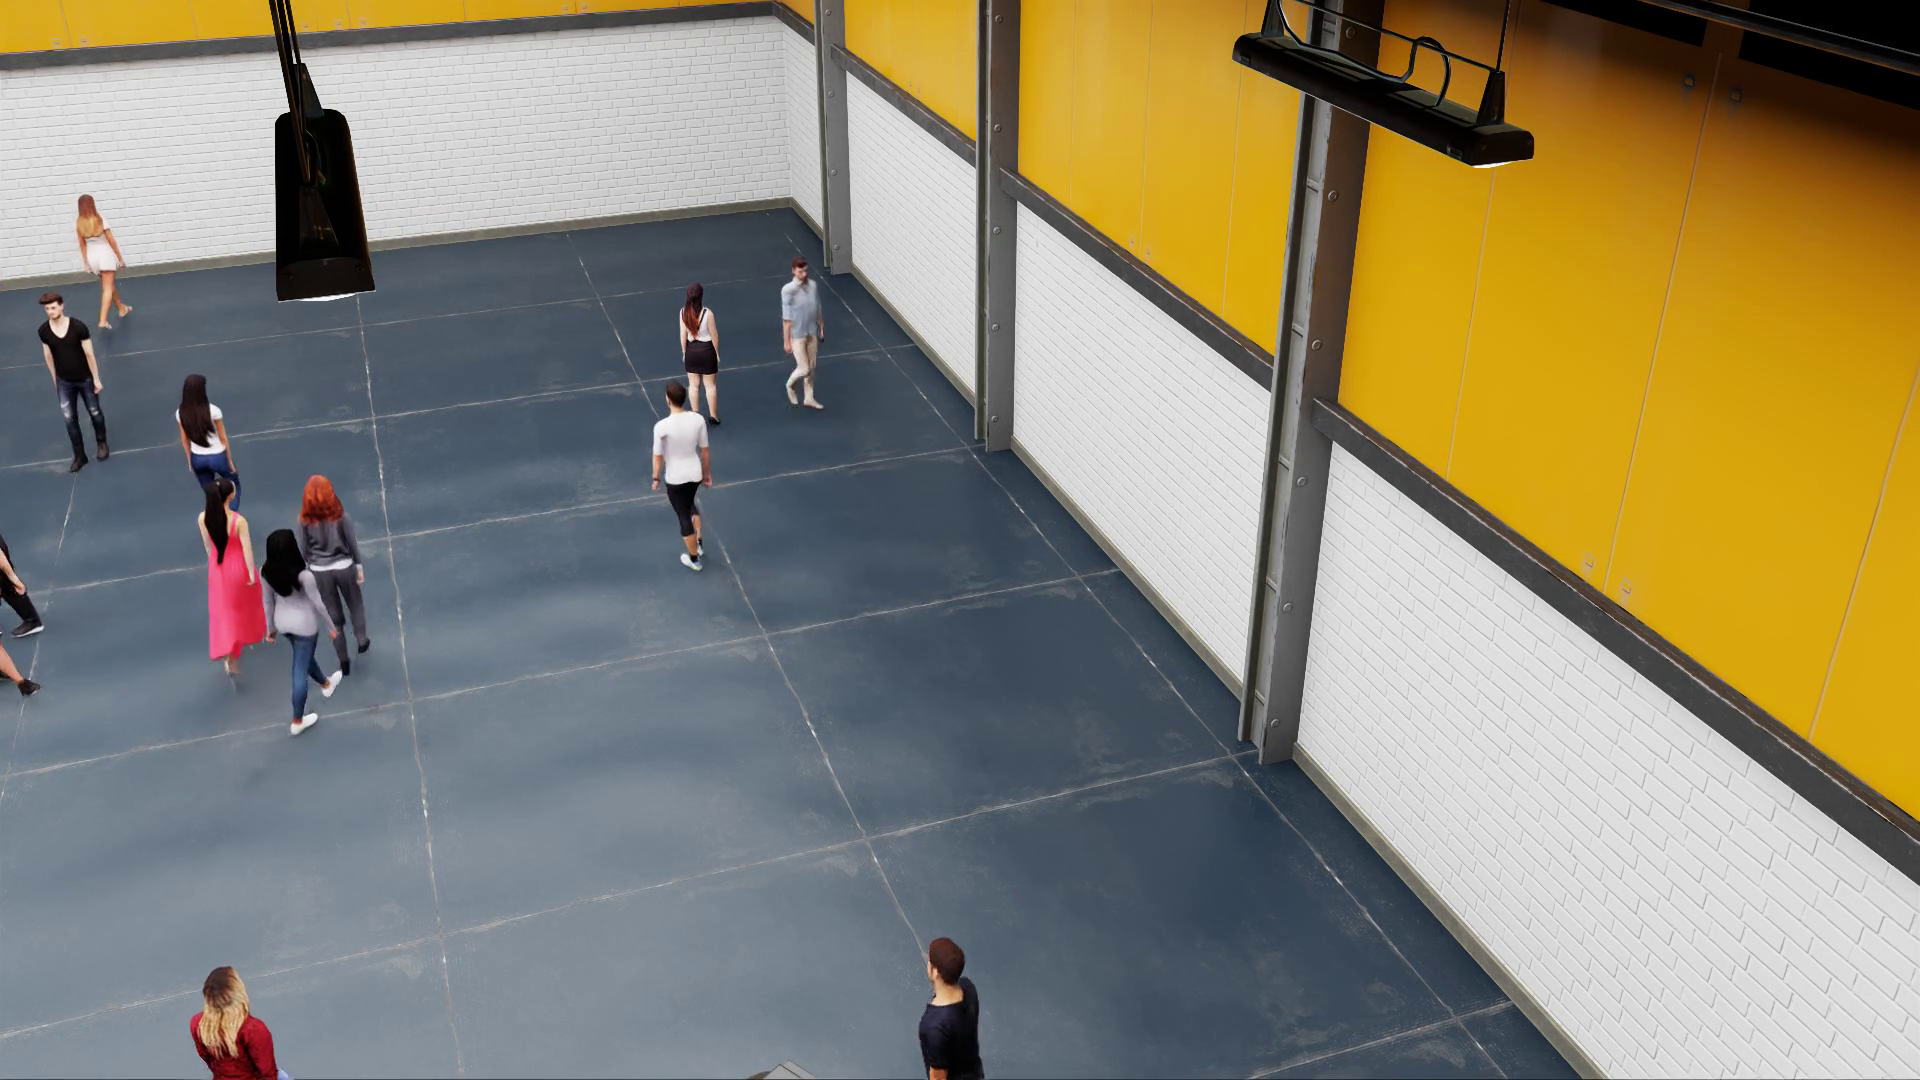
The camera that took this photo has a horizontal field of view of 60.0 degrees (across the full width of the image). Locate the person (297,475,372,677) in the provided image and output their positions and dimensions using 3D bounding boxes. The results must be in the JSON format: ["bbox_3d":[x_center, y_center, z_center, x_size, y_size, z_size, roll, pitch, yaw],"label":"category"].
[{"bbox_3d":[-5.164,0.332,13.704,0.617,1.760,0.703,-10,30,-18],"label":"person"}]

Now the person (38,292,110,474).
[{"bbox_3d":[-9.183,-1.717,17.342,0.715,1.871,0.911,-8,30,-14],"label":"person"}]

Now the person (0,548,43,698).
[{"bbox_3d":[-8.042,0.403,13.511,1.214,1.819,1.161,12,31,21],"label":"person"}]

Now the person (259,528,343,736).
[{"bbox_3d":[-5.235,0.753,12.989,0.998,1.705,1.115,8,30,15],"label":"person"}]

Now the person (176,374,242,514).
[{"bbox_3d":[-7.023,-0.670,15.535,0.694,1.764,0.686,-1,29,-1],"label":"person"}]

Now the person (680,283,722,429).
[{"bbox_3d":[-2.831,-2.008,18.110,0.636,1.648,0.635,2,29,4],"label":"person"}]

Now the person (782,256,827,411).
[{"bbox_3d":[-1.806,-2.290,18.437,0.890,1.830,0.860,22,35,34],"label":"person"}]

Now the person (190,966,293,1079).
[{"bbox_3d":[-3.860,2.998,8.961,0.689,1.620,0.711,0,29,-1],"label":"person"}]

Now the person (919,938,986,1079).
[{"bbox_3d":[0.015,2.929,8.888,0.861,1.811,0.789,4,29,7],"label":"person"}]

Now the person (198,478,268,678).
[{"bbox_3d":[-6.058,0.330,13.776,0.793,1.693,1.143,-2,29,-4],"label":"person"}]

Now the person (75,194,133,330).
[{"bbox_3d":[-10.702,-3.421,20.693,0.844,1.655,1.209,0,29,-1],"label":"person"}]

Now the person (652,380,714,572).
[{"bbox_3d":[-2.489,-0.552,15.242,0.765,1.839,0.778,-22,35,-34],"label":"person"}]
